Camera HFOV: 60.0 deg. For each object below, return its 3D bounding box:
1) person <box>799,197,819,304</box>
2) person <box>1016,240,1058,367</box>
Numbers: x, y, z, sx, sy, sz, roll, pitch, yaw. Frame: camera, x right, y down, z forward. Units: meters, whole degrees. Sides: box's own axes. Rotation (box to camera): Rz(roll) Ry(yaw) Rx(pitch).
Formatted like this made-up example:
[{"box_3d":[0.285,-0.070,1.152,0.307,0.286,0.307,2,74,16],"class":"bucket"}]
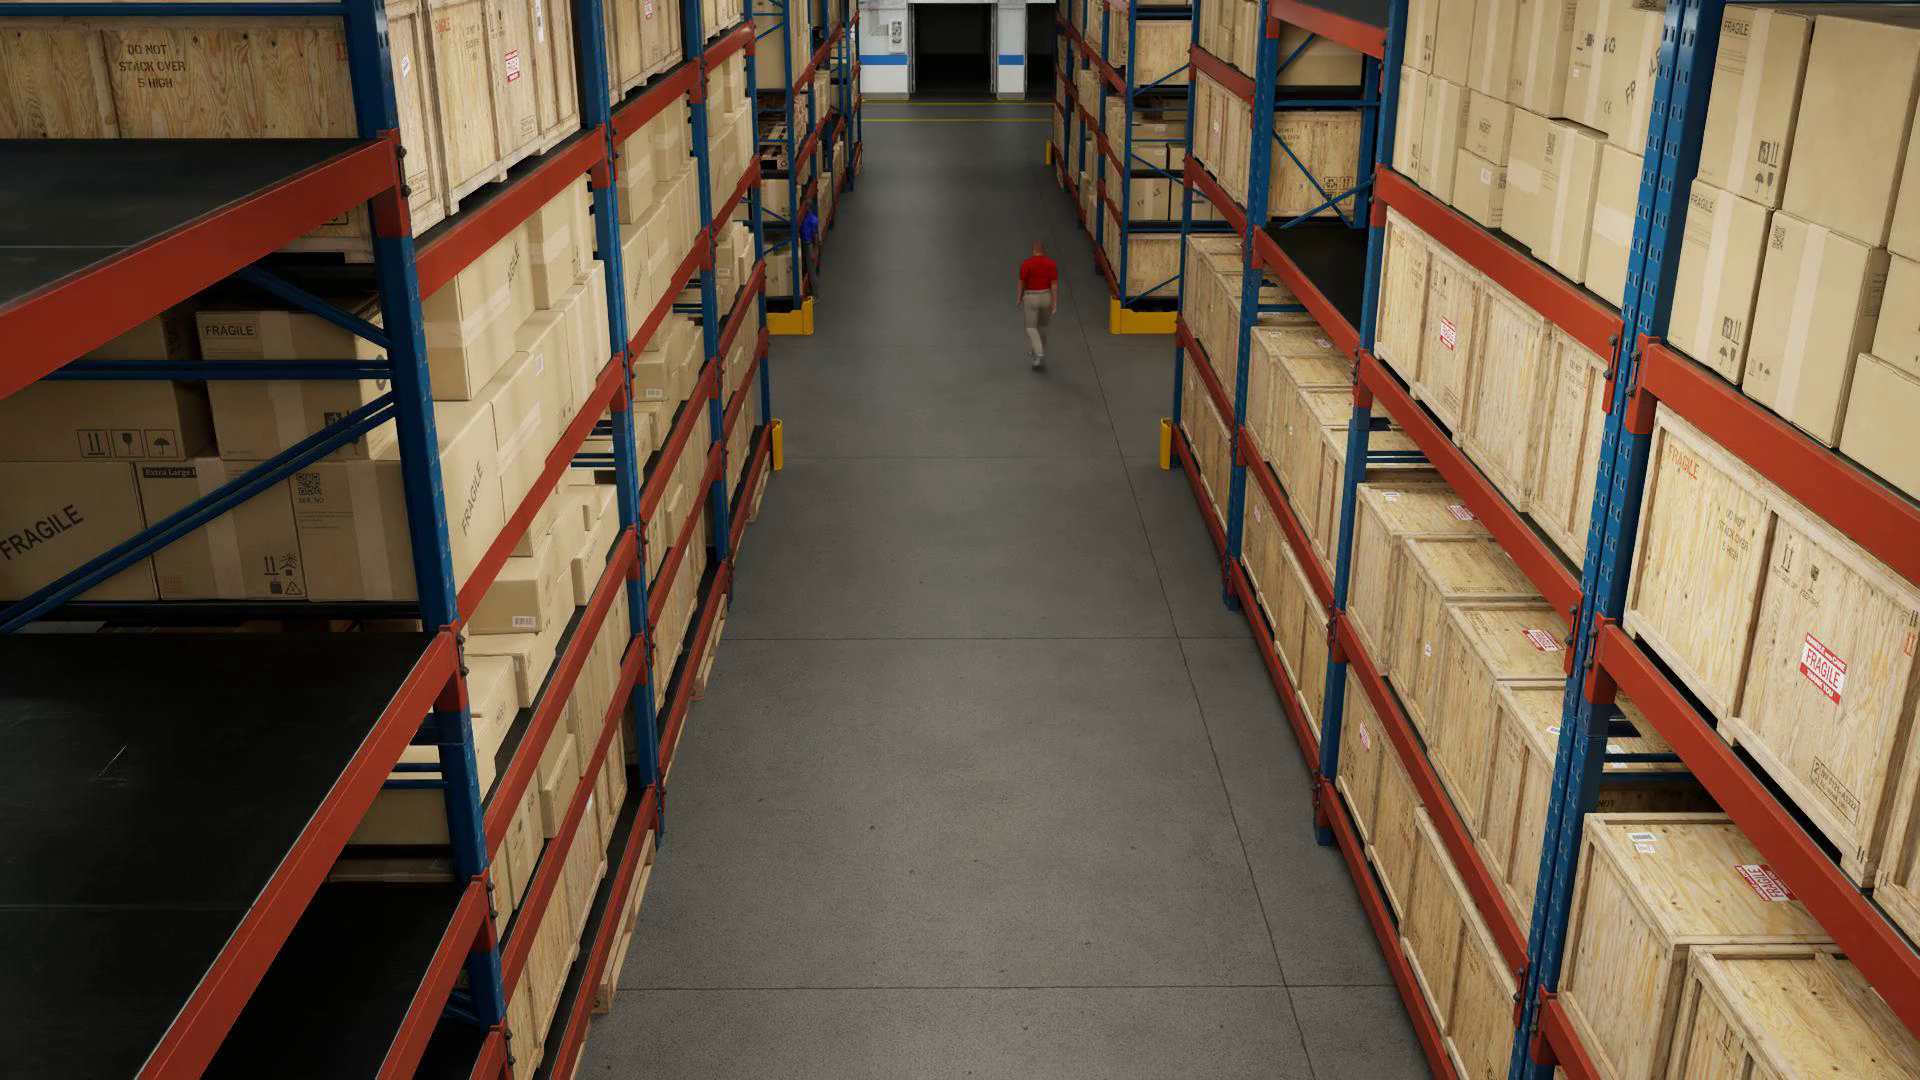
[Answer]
[{"box_3d":[-2.433,-4.565,26.240,0.342,1.661,0.434,-18,28,-38],"class":"person"},{"box_3d":[1.066,-3.283,22.891,0.537,1.700,0.963,-7,22,-16],"class":"person"}]
